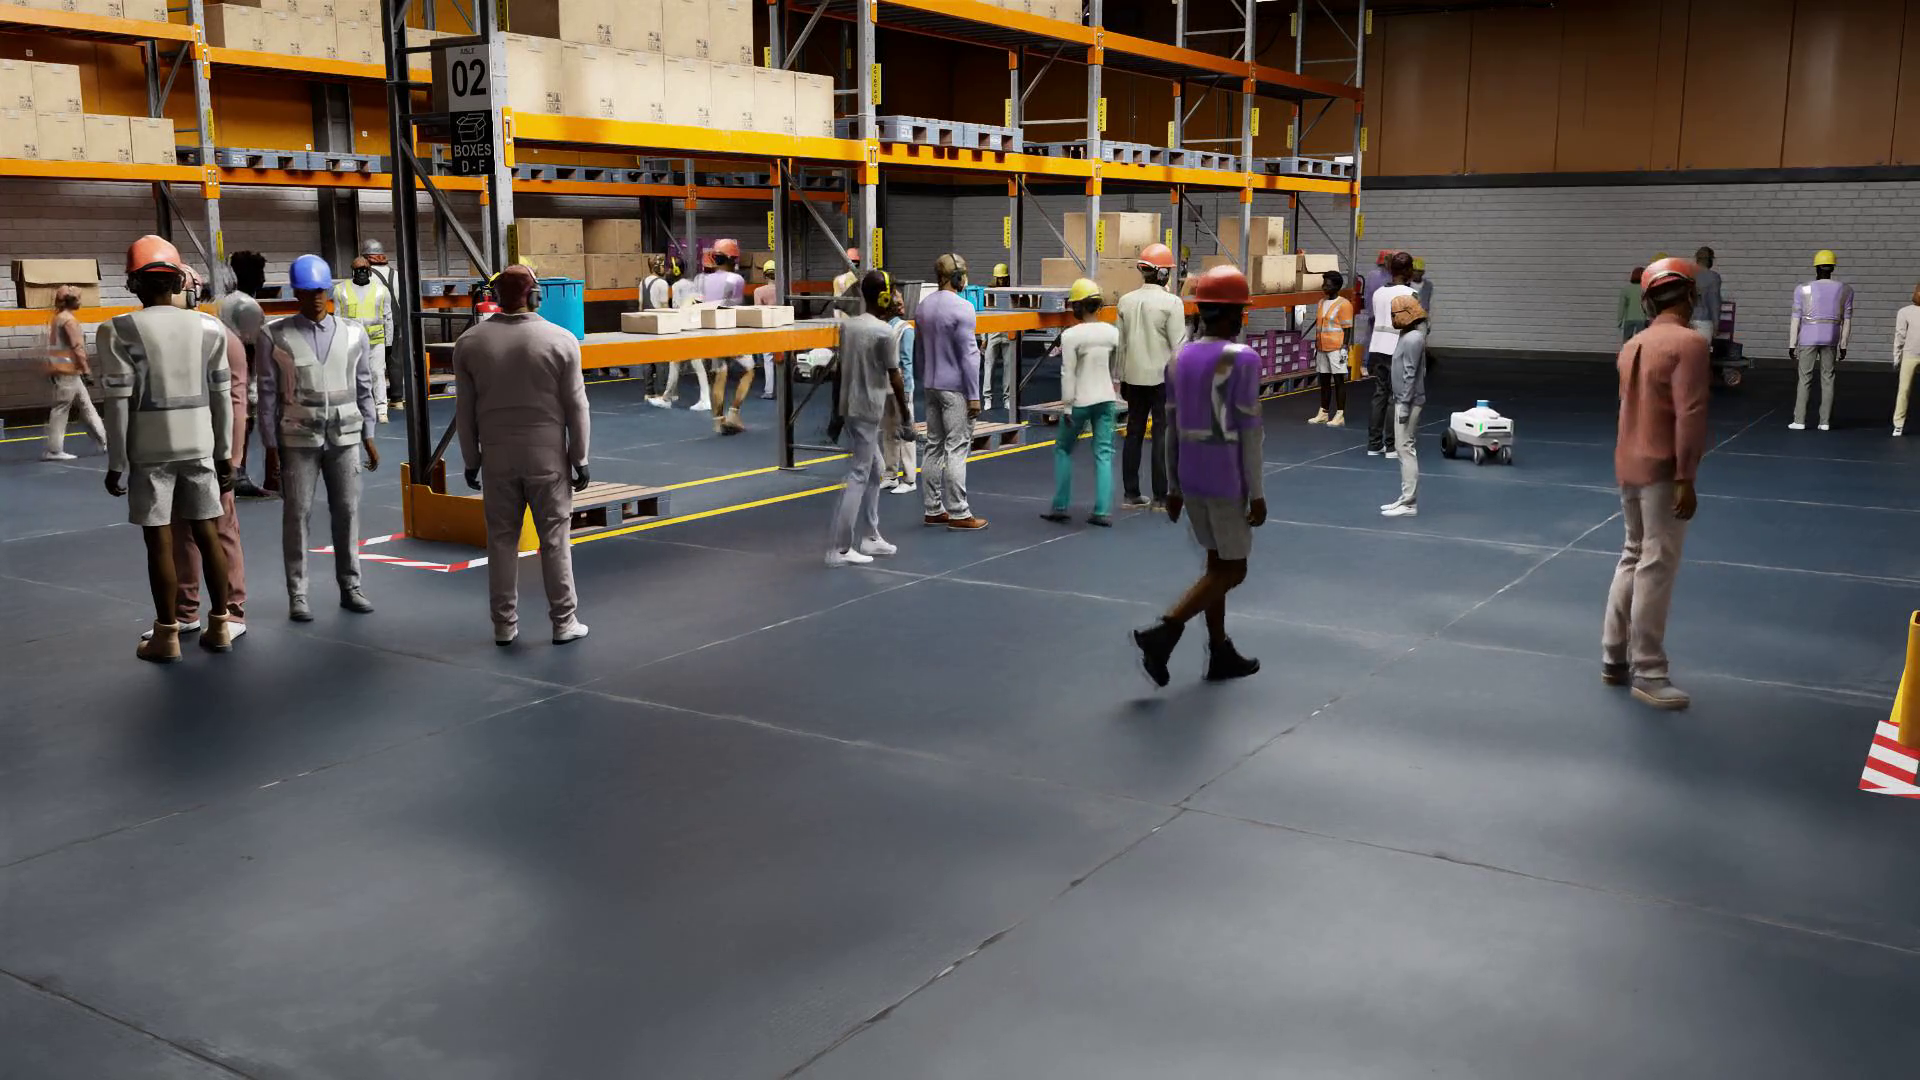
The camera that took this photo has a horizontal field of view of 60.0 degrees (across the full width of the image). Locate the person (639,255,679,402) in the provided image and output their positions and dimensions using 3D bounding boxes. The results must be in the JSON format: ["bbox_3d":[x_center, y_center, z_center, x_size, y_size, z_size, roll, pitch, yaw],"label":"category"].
[{"bbox_3d":[-3.806,-2.646,20.849,0.505,1.840,0.346,8,13,39],"label":"person"}]

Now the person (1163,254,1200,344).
[{"bbox_3d":[3.023,-3.039,23.064,0.622,1.835,0.430,0,10,1],"label":"person"}]

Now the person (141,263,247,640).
[{"bbox_3d":[-3.883,-0.427,8.354,0.643,1.913,0.411,3,11,18],"label":"person"}]

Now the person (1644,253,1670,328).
[{"bbox_3d":[10.373,-3.339,24.710,0.587,1.833,0.404,-7,12,-34],"label":"person"}]

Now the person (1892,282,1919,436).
[{"bbox_3d":[9.870,-1.861,17.103,0.491,1.626,0.282,4,11,23],"label":"person"}]

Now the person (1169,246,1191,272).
[{"bbox_3d":[3.896,-4.237,29.450,0.378,1.918,0.585,5,11,27],"label":"person"}]

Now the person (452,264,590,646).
[{"bbox_3d":[-2.168,-0.419,8.329,0.651,1.904,0.403,0,10,-1],"label":"person"}]

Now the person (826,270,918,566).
[{"bbox_3d":[-0.531,-0.757,10.396,0.745,1.831,0.532,-7,13,-35],"label":"person"}]

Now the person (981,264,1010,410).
[{"bbox_3d":[0.493,-2.417,19.846,0.492,1.742,0.318,-2,10,-12],"label":"person"}]

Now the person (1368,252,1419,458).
[{"bbox_3d":[4.032,-1.715,15.513,0.392,1.911,0.581,-4,11,-20],"label":"person"}]

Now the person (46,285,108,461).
[{"bbox_3d":[-8.119,-1.545,15.390,0.814,1.599,0.530,-8,13,-38],"label":"person"}]

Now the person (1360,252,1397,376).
[{"bbox_3d":[6.244,-3.325,24.600,0.658,1.870,0.914,-3,11,-17],"label":"person"}]

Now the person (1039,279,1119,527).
[{"bbox_3d":[0.865,-0.979,11.877,0.538,1.745,0.676,-6,12,-29],"label":"person"}]

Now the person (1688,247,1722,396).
[{"bbox_3d":[9.650,-2.837,21.687,0.465,1.931,0.644,-5,11,-27],"label":"person"}]

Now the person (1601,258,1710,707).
[{"bbox_3d":[3.135,-0.261,7.379,0.389,1.949,0.759,-1,10,-4],"label":"person"}]

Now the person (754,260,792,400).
[{"bbox_3d":[-2.381,-2.668,21.187,0.526,1.765,0.329,-5,11,-26],"label":"person"}]

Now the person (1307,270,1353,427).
[{"bbox_3d":[4.040,-2.082,18.115,0.316,1.696,0.541,-5,11,-27],"label":"person"}]

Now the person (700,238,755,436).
[{"bbox_3d":[-2.387,-2.086,17.198,0.619,2.029,0.506,8,13,37],"label":"person"}]

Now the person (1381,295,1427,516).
[{"bbox_3d":[3.279,-0.990,12.275,0.290,1.623,0.507,2,10,9],"label":"person"}]

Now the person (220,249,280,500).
[{"bbox_3d":[-5.450,-1.282,12.991,0.617,1.947,0.625,-9,14,-42],"label":"person"}]

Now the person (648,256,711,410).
[{"bbox_3d":[-3.342,-2.457,19.842,0.910,1.815,0.586,4,11,21],"label":"person"}]

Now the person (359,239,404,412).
[{"bbox_3d":[-6.927,-2.539,19.696,0.537,2.000,0.689,5,12,28],"label":"person"}]

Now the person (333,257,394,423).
[{"bbox_3d":[-6.572,-2.190,18.355,0.624,1.837,0.429,-3,11,-17],"label":"person"}]

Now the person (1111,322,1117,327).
[{"bbox_3d":[2.605,-4.315,30.043,0.629,1.871,1.095,-9,14,-41],"label":"person"}]

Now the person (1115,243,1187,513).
[{"bbox_3d":[1.440,-1.202,12.417,0.622,1.993,0.382,10,14,43],"label":"person"}]

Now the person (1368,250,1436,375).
[{"bbox_3d":[6.600,-3.366,24.741,0.954,1.889,0.579,4,11,20],"label":"person"}]

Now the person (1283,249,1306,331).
[{"bbox_3d":[5.307,-3.657,26.352,0.347,1.879,0.580,9,14,42],"label":"person"}]

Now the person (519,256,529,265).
[{"bbox_3d":[-5.609,-2.687,21.149,0.660,1.806,0.631,-5,11,-24],"label":"person"}]

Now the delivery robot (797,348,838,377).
[{"bbox_3d":[-1.965,-2.548,23.606,0.477,0.478,0.707,10,14,44],"label":"delivery robot"}]

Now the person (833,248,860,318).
[{"bbox_3d":[-1.402,-2.872,21.908,0.561,1.905,0.853,-1,10,-8],"label":"person"}]

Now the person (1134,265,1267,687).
[{"bbox_3d":[1.088,-0.268,7.456,0.738,1.915,0.549,-6,12,-31],"label":"person"}]

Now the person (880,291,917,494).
[{"bbox_3d":[-0.538,-1.190,13.356,0.312,1.634,0.514,-8,13,-37],"label":"person"}]

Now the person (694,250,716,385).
[{"bbox_3d":[-3.476,-3.134,23.469,0.584,1.887,0.709,6,12,29],"label":"person"}]

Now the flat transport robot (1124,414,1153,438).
[{"bbox_3d":[2.296,-1.223,17.310,0.652,0.197,1.431,6,12,29],"label":"flat transport robot"}]

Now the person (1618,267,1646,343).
[{"bbox_3d":[10.196,-3.292,25.041,0.511,1.620,0.415,7,12,33],"label":"person"}]

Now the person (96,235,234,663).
[{"bbox_3d":[-3.818,-0.432,8.016,0.376,2.041,0.615,9,13,40],"label":"person"}]

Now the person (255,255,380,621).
[{"bbox_3d":[-3.427,-0.539,8.910,0.626,1.940,0.424,-7,12,-35],"label":"person"}]

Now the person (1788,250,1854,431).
[{"bbox_3d":[9.152,-2.120,17.731,0.588,1.918,0.401,2,11,13],"label":"person"}]

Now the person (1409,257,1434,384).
[{"bbox_3d":[6.450,-3.132,23.708,0.578,1.788,0.945,1,10,4],"label":"person"}]

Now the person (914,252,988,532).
[{"bbox_3d":[-0.067,-1.026,11.597,0.372,1.940,0.632,-8,13,-37],"label":"person"}]

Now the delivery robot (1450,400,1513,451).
[{"bbox_3d":[4.779,-1.038,15.240,0.477,0.478,0.707,-1,10,-6],"label":"delivery robot"}]
